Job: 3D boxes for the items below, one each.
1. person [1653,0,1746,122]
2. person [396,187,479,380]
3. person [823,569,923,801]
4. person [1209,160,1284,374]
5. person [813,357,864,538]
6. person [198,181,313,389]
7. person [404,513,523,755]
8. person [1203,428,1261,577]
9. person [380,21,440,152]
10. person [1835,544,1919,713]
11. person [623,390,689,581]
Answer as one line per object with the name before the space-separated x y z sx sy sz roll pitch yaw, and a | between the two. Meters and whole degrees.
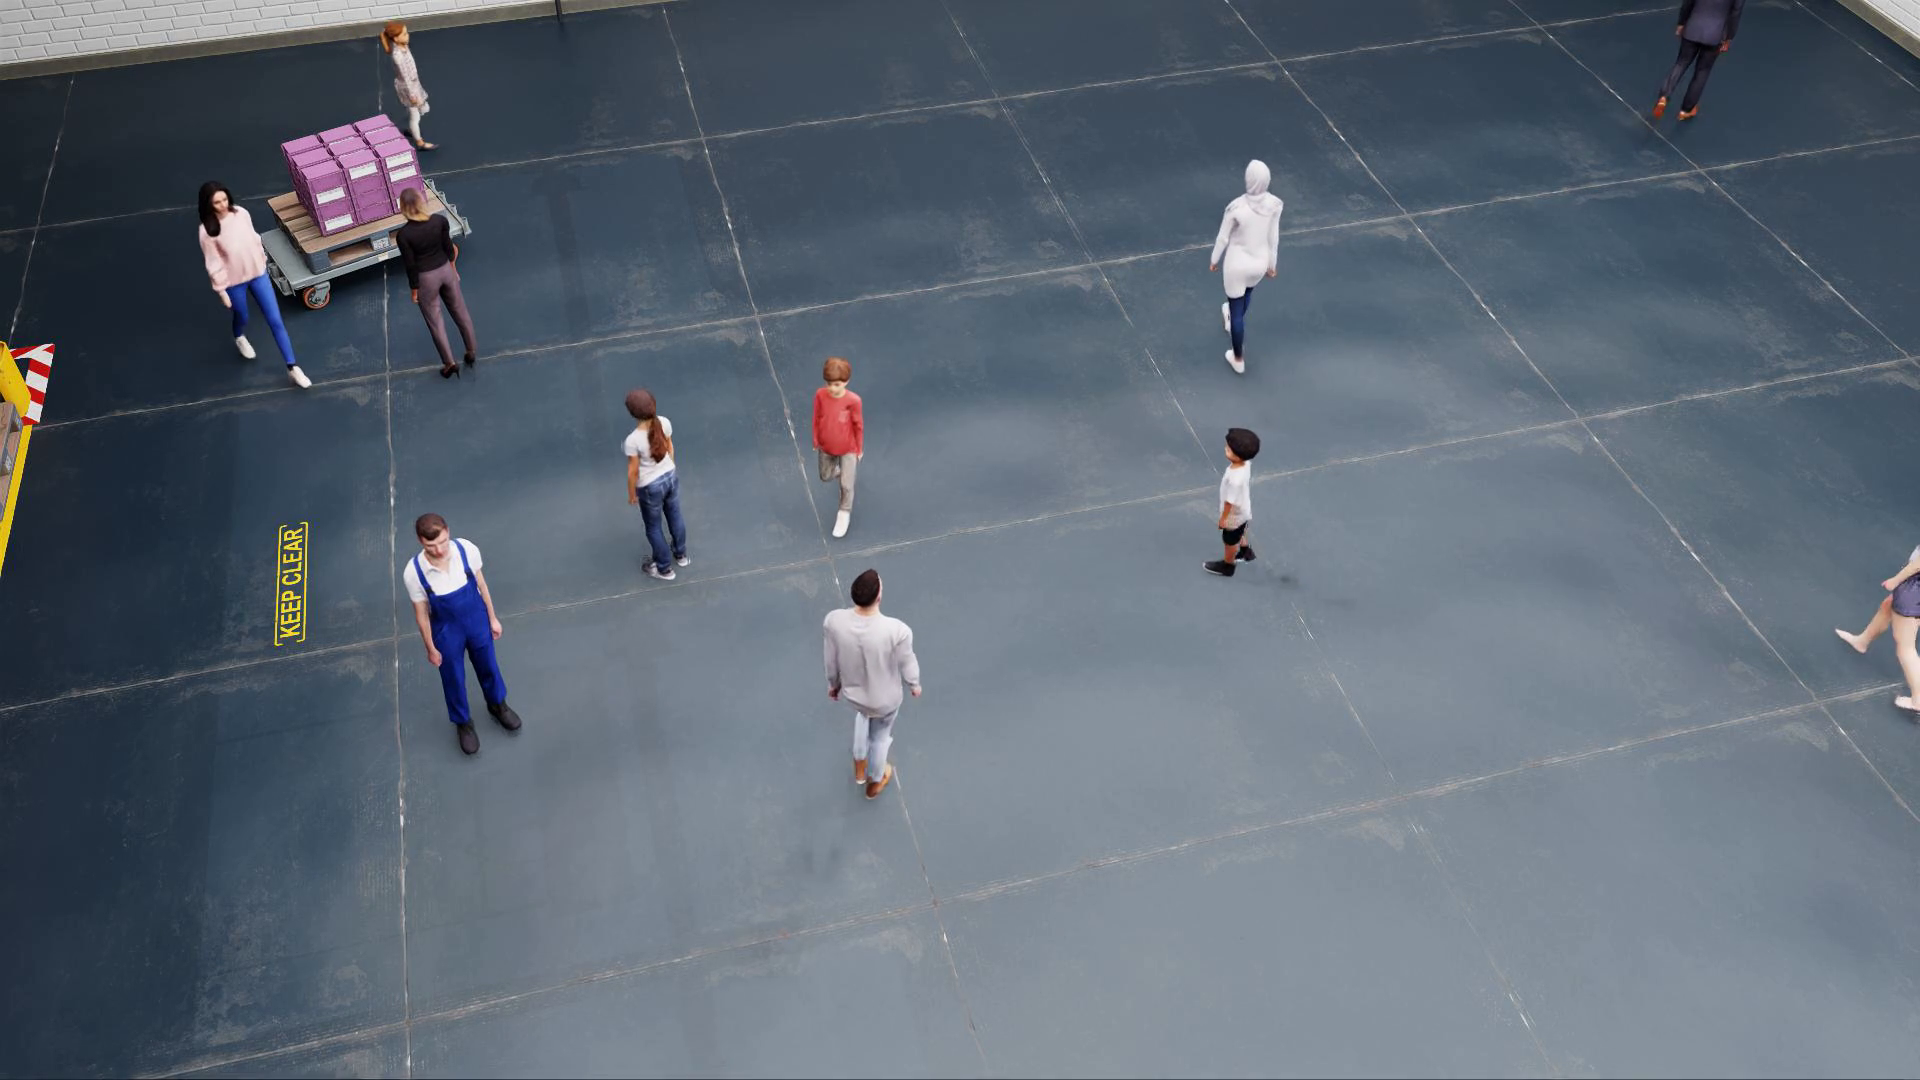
person | 6.966 -4.728 15.607 0.962 1.809 0.991 33 53 30
person | -4.033 -1.971 12.814 0.698 1.670 0.679 33 53 30
person | -0.533 0.908 9.679 0.797 1.826 0.833 16 46 16
person | 2.225 -2.069 12.857 0.660 1.753 0.981 -8 44 -9
person | -0.839 -0.718 11.690 0.766 1.407 0.882 12 45 13
person | -5.566 -2.011 12.812 1.267 1.730 1.080 32 52 29
person | -3.029 0.515 10.075 0.708 1.849 0.694 -27 50 -26
person | 1.927 -0.226 11.287 0.673 1.249 0.616 12 45 12
person | -5.176 -4.189 15.410 0.656 1.300 0.576 -1 44 -1
person | 6.063 0.380 10.386 0.745 1.615 1.085 -20 47 -20
person | -2.060 -0.401 11.249 0.641 1.557 0.662 -30 51 -28
